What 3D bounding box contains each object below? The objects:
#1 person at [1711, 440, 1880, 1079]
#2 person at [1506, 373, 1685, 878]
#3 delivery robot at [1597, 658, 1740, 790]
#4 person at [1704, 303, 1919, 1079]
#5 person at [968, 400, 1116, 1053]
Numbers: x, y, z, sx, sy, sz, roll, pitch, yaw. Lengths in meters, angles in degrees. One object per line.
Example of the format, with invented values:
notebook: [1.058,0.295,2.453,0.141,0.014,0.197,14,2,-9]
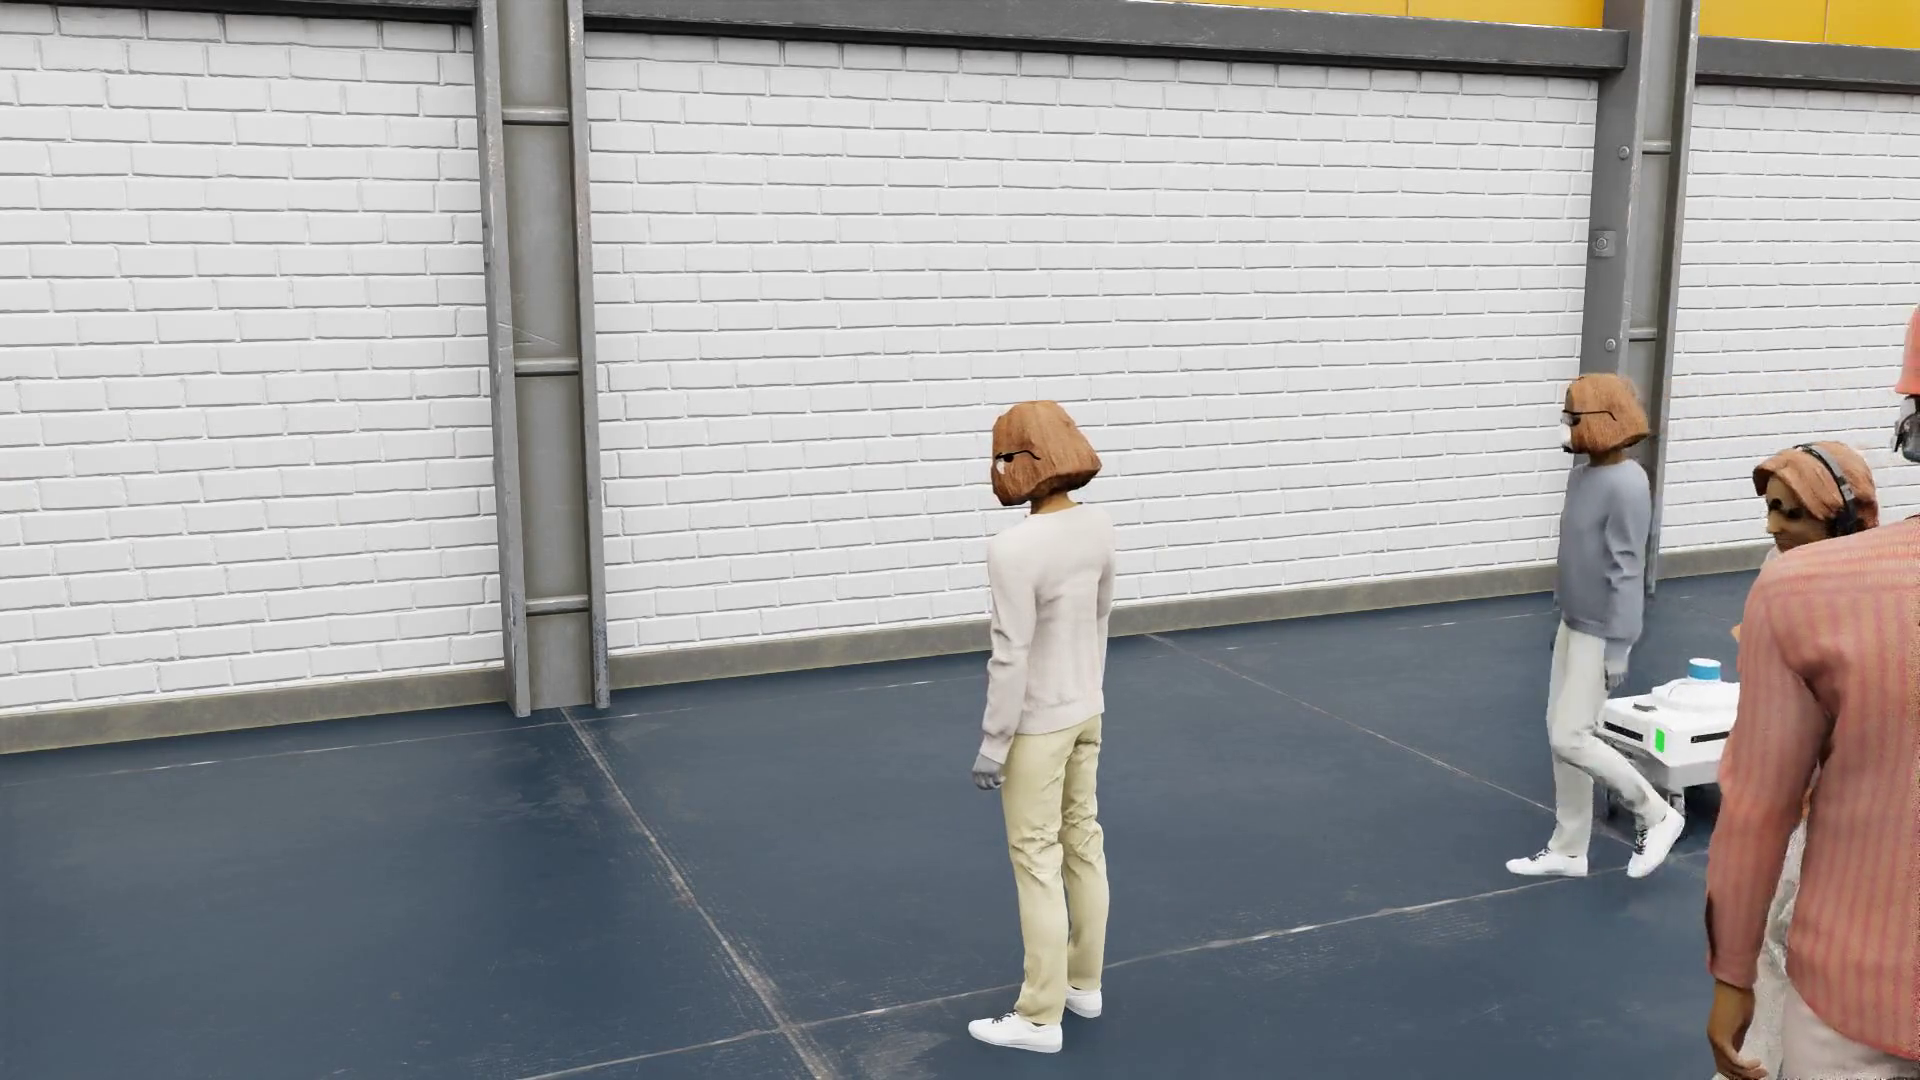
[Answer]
person: [1.923,0.570,3.629,0.604,1.610,0.541,2,10,8]
person: [1.989,0.293,5.150,0.418,1.617,0.519,0,10,1]
delivery robot: [2.584,0.658,5.811,0.707,0.478,0.477,-4,11,-22]
person: [1.373,0.622,2.321,0.623,1.991,0.401,5,11,24]
person: [0.211,0.465,4.165,0.289,1.633,0.497,7,12,34]
